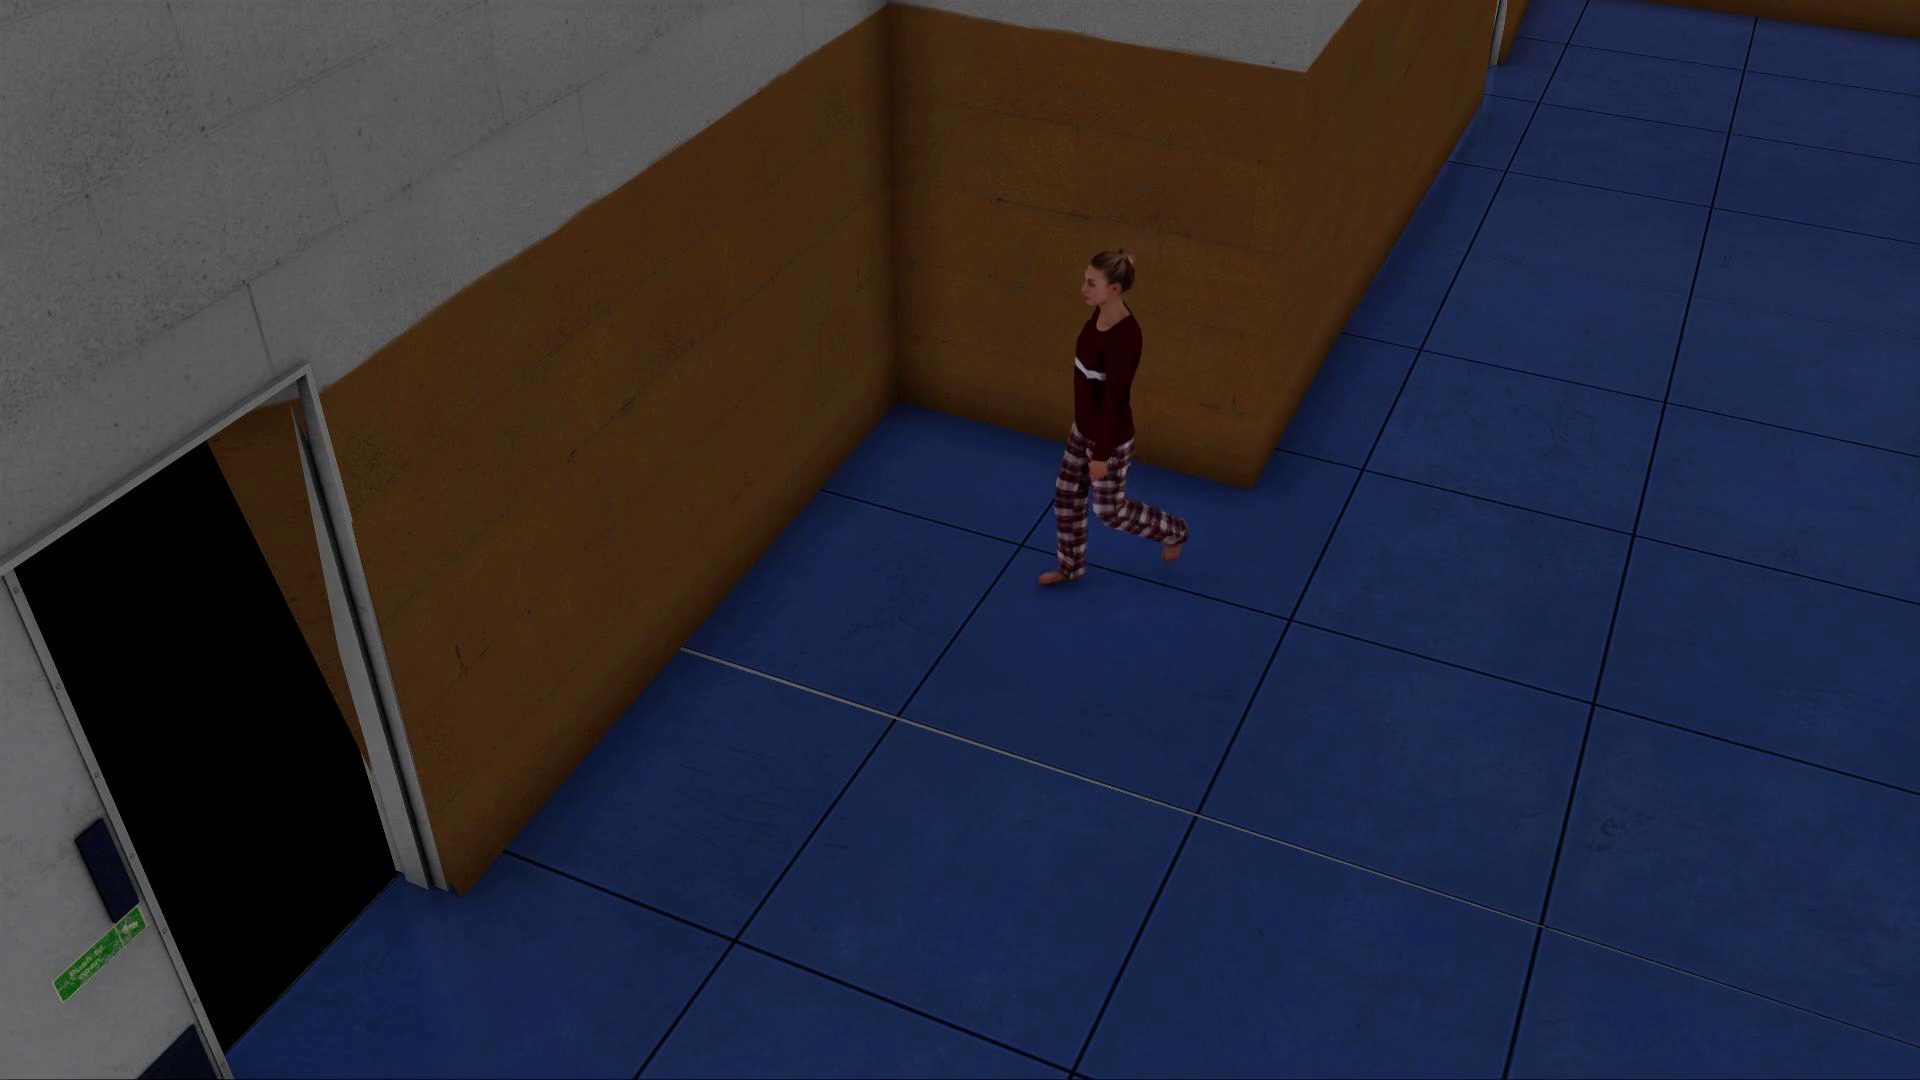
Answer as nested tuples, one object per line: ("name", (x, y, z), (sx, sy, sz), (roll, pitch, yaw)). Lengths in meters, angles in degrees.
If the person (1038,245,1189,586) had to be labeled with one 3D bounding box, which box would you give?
("person", (0.702, -0.491, 7.316), (1.049, 1.675, 0.969), (-10, 38, -12))
